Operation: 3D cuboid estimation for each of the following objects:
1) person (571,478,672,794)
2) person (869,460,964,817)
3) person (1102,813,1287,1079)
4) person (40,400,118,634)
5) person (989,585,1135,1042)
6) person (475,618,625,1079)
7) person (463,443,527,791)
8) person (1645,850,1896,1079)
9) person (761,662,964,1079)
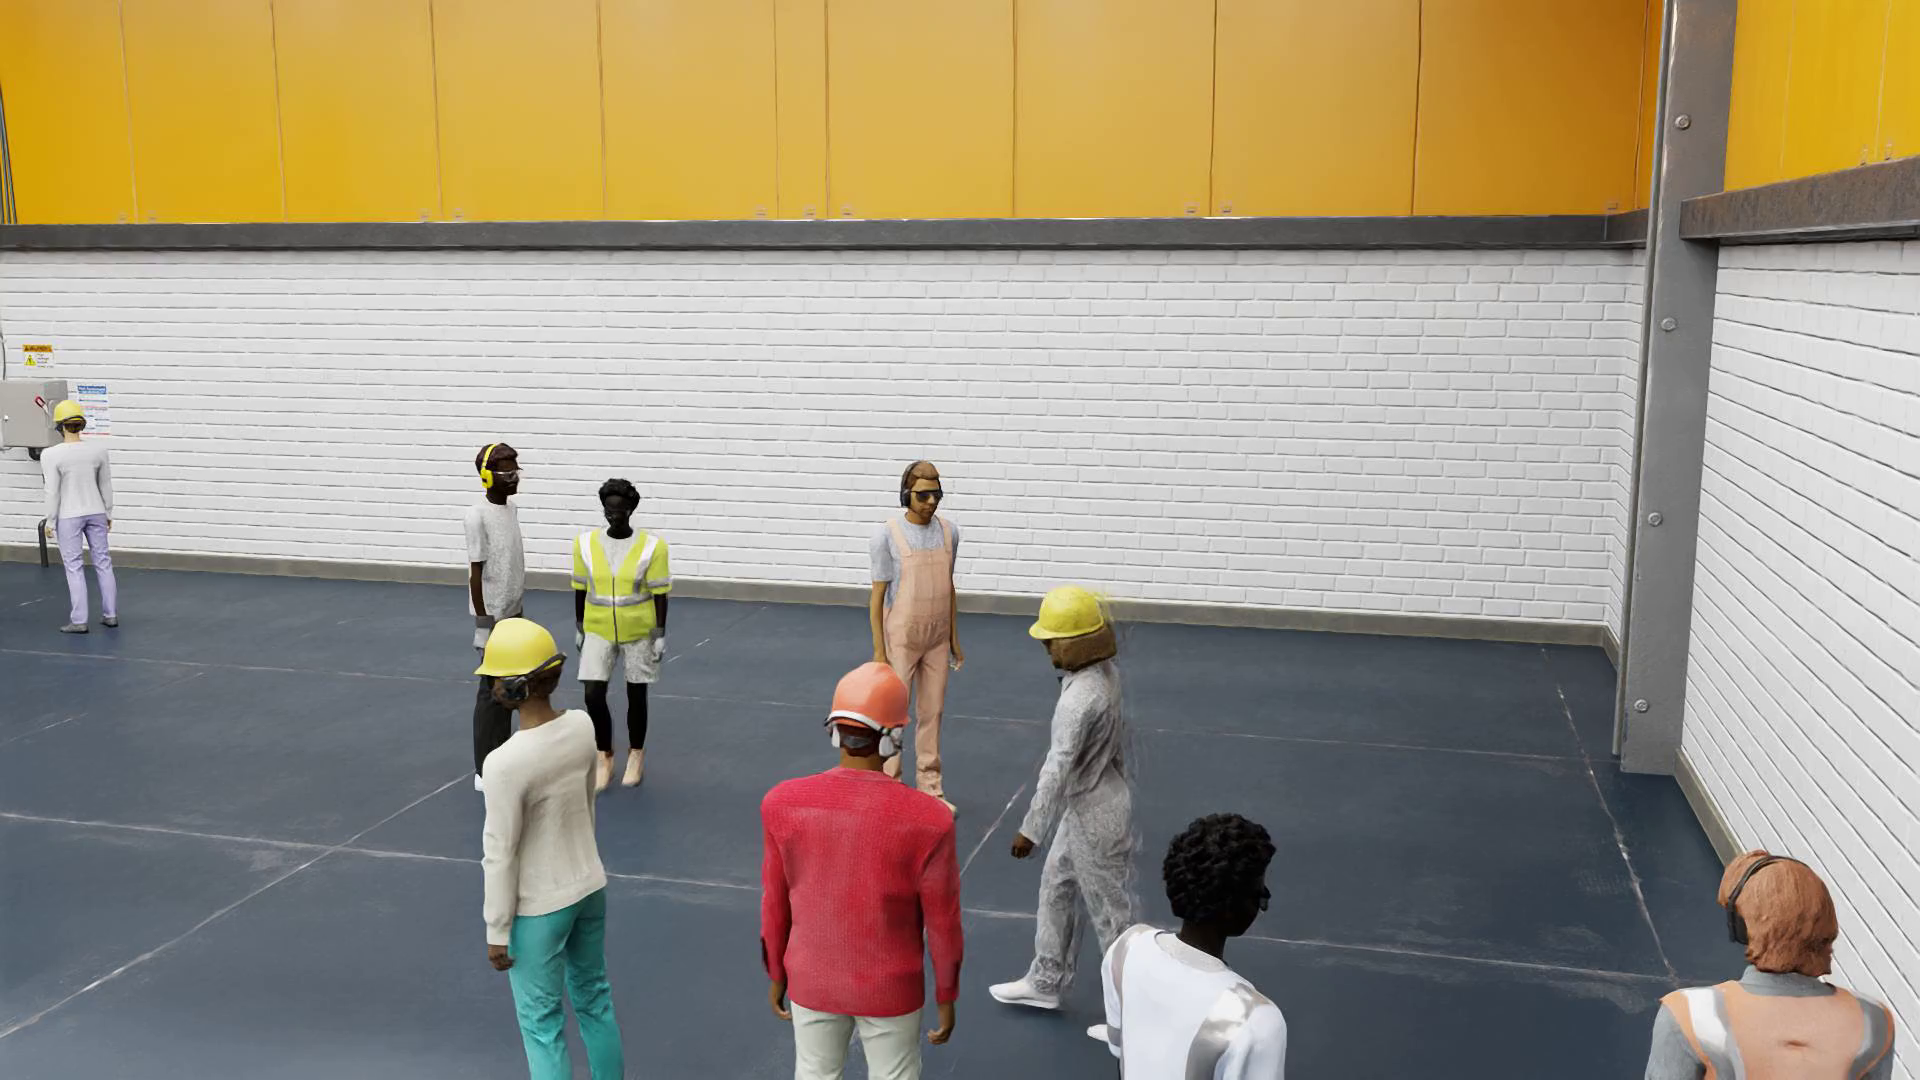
[{"bbox_3d":[-1.794,0.510,8.773,0.545,1.679,0.550,0,10,-1],"label":"person"},{"bbox_3d":[-0.215,0.514,8.327,0.516,1.842,0.328,-6,12,-34],"label":"person"},{"bbox_3d":[0.499,1.403,3.561,0.319,1.687,0.539,-6,11,-31],"label":"person"},{"bbox_3d":[-6.687,-0.175,12.611,0.324,1.767,0.533,6,11,31],"label":"person"},{"bbox_3d":[0.379,0.990,5.928,0.766,1.704,0.521,2,10,13],"label":"person"},{"bbox_3d":[-1.288,1.105,5.122,0.356,1.760,0.520,4,10,23],"label":"person"},{"bbox_3d":[-2.441,0.410,8.862,0.310,1.868,0.532,1,10,8],"label":"person"},{"bbox_3d":[1.650,1.449,3.457,0.525,1.631,0.314,-1,10,-4],"label":"person"},{"bbox_3d":[-0.268,1.195,4.616,0.577,1.738,0.354,2,10,12],"label":"person"}]
